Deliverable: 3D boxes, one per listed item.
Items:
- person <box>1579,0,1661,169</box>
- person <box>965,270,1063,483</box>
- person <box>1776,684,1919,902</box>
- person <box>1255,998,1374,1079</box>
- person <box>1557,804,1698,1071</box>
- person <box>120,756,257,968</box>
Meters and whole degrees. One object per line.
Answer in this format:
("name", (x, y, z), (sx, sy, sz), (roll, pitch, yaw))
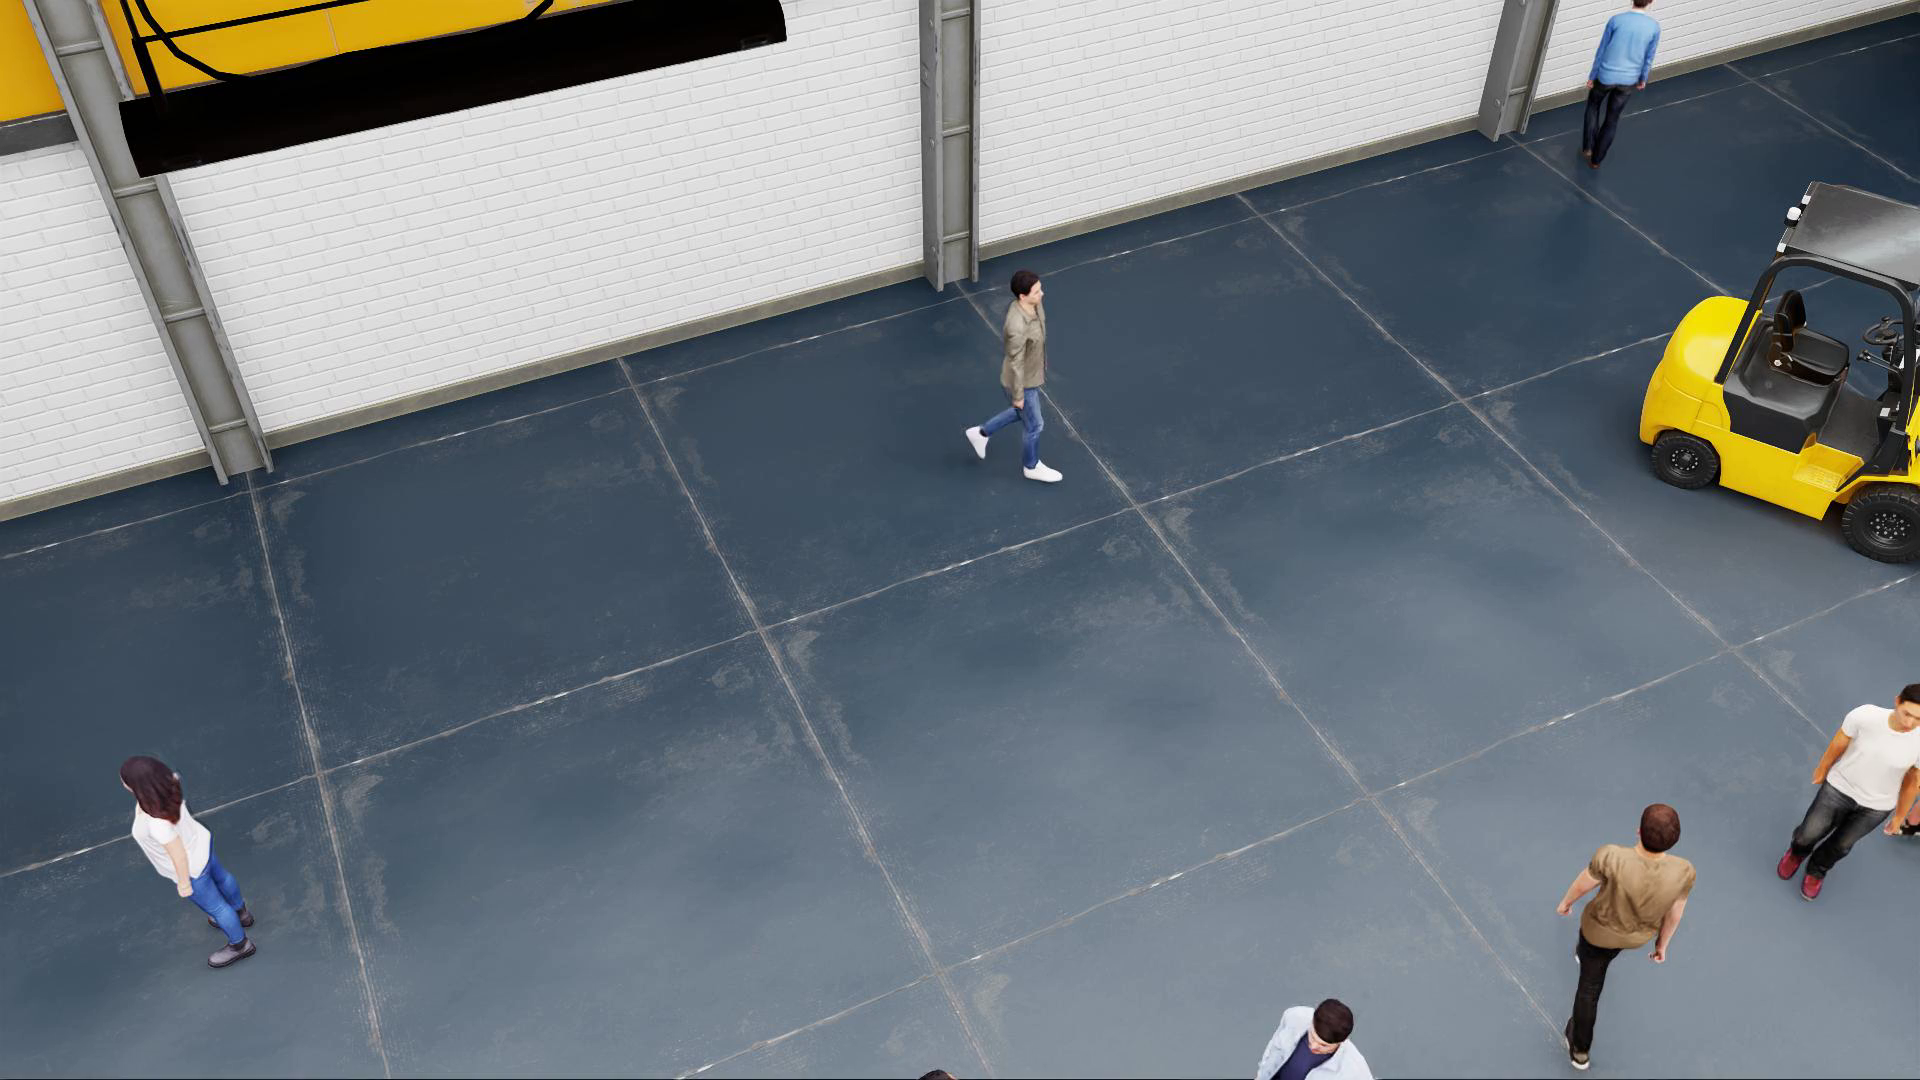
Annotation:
("person", (6.083, -4.265, 15.398), (0.776, 1.802, 0.840), (13, 45, 13))
("person", (0.385, -1.209, 12.158), (1.142, 1.846, 1.027), (8, 44, 8))
("person", (5.154, 1.376, 9.486), (0.763, 1.788, 0.800), (21, 48, 21))
("person", (1.721, 2.689, 8.109), (1.061, 1.787, 0.790), (-23, 48, -22))
("person", (3.439, 2.108, 8.701), (1.219, 1.812, 1.180), (7, 44, 8))
("person", (-4.236, 1.753, 9.166), (0.572, 1.684, 0.636), (-11, 45, -11))
